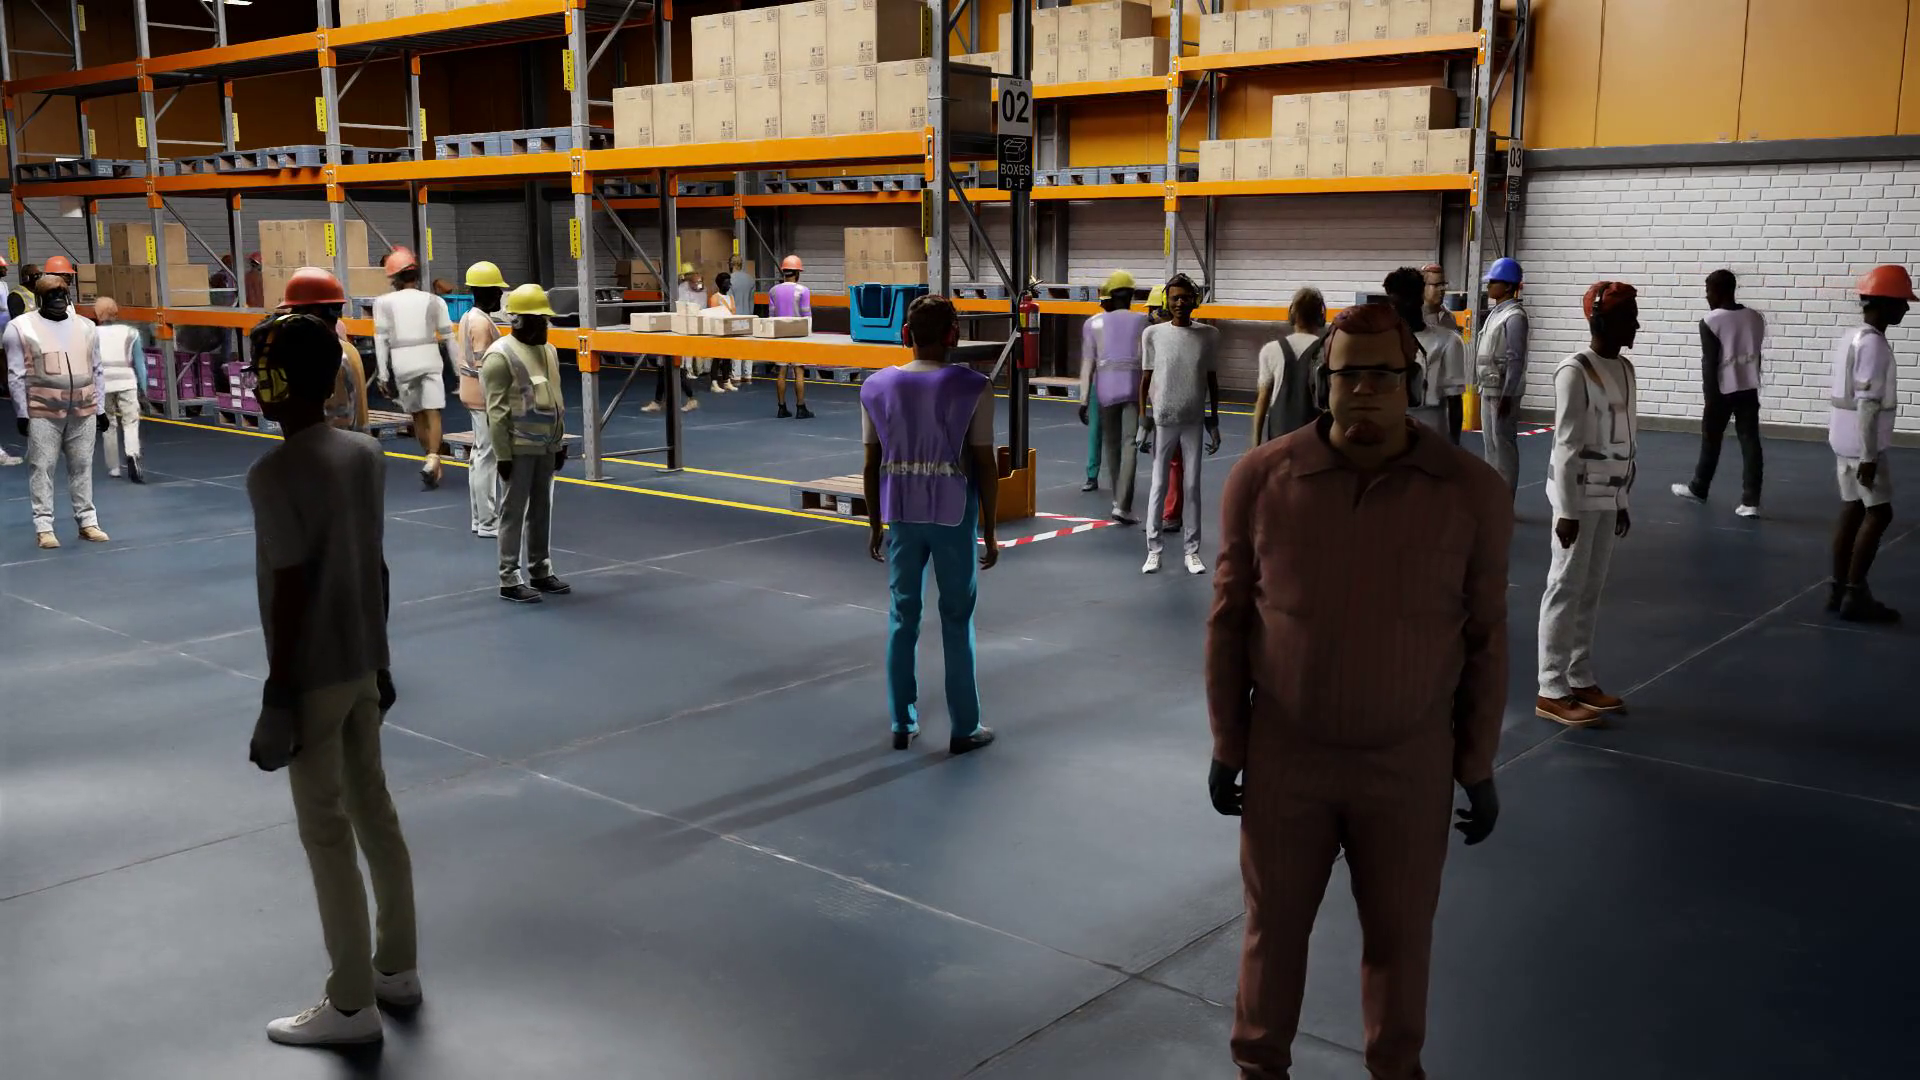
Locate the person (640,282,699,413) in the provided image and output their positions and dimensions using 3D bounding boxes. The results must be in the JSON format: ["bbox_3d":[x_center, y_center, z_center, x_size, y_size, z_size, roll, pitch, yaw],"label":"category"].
[{"bbox_3d":[-3.563,-2.384,20.407,0.713,1.674,0.542,-2,10,-13],"label":"person"}]

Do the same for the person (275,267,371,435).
[{"bbox_3d":[-2.901,-0.277,7.653,0.375,1.935,0.551,-2,10,-11],"label":"person"}]

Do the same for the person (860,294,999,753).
[{"bbox_3d":[-0.120,-0.055,6.658,0.563,1.842,0.390,3,10,16],"label":"person"}]

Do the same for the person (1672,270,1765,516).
[{"bbox_3d":[5.881,-1.132,12.763,0.602,1.846,0.999,-2,10,-9],"label":"person"}]

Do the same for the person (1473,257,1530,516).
[{"bbox_3d":[4.030,-1.121,12.420,0.380,1.951,0.605,0,10,0],"label":"person"}]

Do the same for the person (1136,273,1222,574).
[{"bbox_3d":[1.363,-0.716,10.351,0.531,1.868,0.317,0,10,3],"label":"person"}]

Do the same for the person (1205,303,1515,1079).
[{"bbox_3d":[0.841,0.454,3.576,0.639,1.910,0.407,2,10,12],"label":"person"}]

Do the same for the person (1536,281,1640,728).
[{"bbox_3d":[2.708,-0.157,7.127,0.359,1.882,0.575,9,14,43],"label":"person"}]

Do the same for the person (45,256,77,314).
[{"bbox_3d":[-9.465,-2.023,17.596,0.359,1.938,0.545,-3,10,-16],"label":"person"}]

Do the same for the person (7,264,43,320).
[{"bbox_3d":[-11.073,-2.384,19.950,0.429,1.836,0.620,2,10,9],"label":"person"}]

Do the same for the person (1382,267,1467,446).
[{"bbox_3d":[2.607,-0.591,9.504,0.612,1.929,0.838,7,12,35],"label":"person"}]

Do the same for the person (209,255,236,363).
[{"bbox_3d":[-12.431,-3.907,28.406,0.642,1.909,0.410,-4,11,-19],"label":"person"}]

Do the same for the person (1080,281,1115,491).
[{"bbox_3d":[1.254,-1.269,13.792,0.533,1.767,0.327,2,10,9],"label":"person"}]

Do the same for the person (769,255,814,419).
[{"bbox_3d":[-1.991,-2.407,19.789,0.552,1.932,0.377,4,11,23],"label":"person"}]

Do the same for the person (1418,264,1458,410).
[{"bbox_3d":[3.331,-1.008,11.903,0.642,1.908,0.407,-7,12,-34],"label":"person"}]

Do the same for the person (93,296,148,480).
[{"bbox_3d":[-7.335,-1.312,14.449,0.523,1.606,0.737,-6,11,-29],"label":"person"}]

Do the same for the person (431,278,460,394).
[{"bbox_3d":[-7.027,-2.799,22.939,0.453,1.603,0.555,3,11,18],"label":"person"}]

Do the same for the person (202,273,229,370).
[{"bbox_3d":[-12.396,-3.620,27.645,0.627,1.609,0.511,-1,10,-4],"label":"person"}]

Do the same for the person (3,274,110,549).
[{"bbox_3d":[-6.122,-0.876,11.336,0.430,1.845,0.621,8,13,40],"label":"person"}]

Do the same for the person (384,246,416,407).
[{"bbox_3d":[-7.132,-2.724,21.309,0.400,2.049,0.614,-5,11,-27],"label":"person"}]

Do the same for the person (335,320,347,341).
[{"bbox_3d":[-5.346,-1.277,13.835,0.525,1.769,0.315,-8,12,-37],"label":"person"}]

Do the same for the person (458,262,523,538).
[{"bbox_3d":[-3.312,-0.976,11.661,0.365,1.928,0.585,-4,11,-23],"label":"person"}]

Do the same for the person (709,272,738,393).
[{"bbox_3d":[-3.321,-2.903,23.325,0.322,1.689,0.535,5,11,26],"label":"person"}]

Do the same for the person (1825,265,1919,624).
[{"bbox_3d":[4.962,-0.524,9.069,0.393,1.931,0.561,3,10,18],"label":"person"}]

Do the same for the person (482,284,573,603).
[{"bbox_3d":[-2.473,-0.552,9.559,0.405,1.823,0.589,4,11,21],"label":"person"}]

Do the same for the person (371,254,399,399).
[{"bbox_3d":[-7.665,-2.866,22.394,0.355,1.936,0.633,9,14,43],"label":"person"}]

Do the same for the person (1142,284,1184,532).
[{"bbox_3d":[1.453,-0.934,11.883,0.331,1.768,0.527,3,10,16],"label":"person"}]

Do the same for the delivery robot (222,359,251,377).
[{"bbox_3d":[-9.904,-2.342,23.075,0.707,0.478,0.477,6,12,32],"label":"delivery robot"}]

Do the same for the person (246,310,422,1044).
[{"bbox_3d":[-1.620,0.357,4.237,0.309,1.868,0.535,2,10,12],"label":"person"}]

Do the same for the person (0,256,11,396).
[{"bbox_3d":[-13.216,-2.961,22.923,0.344,1.942,0.549,-1,10,-6],"label":"person"}]

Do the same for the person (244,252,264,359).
[{"bbox_3d":[-11.263,-3.640,26.747,0.619,1.953,0.695,1,10,8],"label":"person"}]

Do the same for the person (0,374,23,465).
[{"bbox_3d":[-9.334,-1.660,15.520,0.942,1.953,0.619,0,10,3],"label":"person"}]

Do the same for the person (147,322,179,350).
[{"bbox_3d":[-11.112,-2.858,23.301,0.726,1.608,0.527,4,11,22],"label":"person"}]

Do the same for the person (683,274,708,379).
[{"bbox_3d":[-4.093,-3.316,25.846,0.282,1.625,0.494,6,12,33],"label":"person"}]

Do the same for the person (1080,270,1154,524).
[{"bbox_3d":[1.210,-1.073,12.431,0.603,1.862,0.995,2,10,9],"label":"person"}]

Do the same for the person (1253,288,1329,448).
[{"bbox_3d":[2.007,-0.566,9.727,0.524,1.782,0.979,5,11,25],"label":"person"}]

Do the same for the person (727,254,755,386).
[{"bbox_3d":[-3.286,-3.244,24.541,0.356,1.938,0.638,7,12,35],"label":"person"}]

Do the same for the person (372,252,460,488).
[{"bbox_3d":[-4.554,-1.428,14.071,0.731,1.989,0.831,-4,11,-22],"label":"person"}]

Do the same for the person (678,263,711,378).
[{"bbox_3d":[-4.237,-3.419,25.996,0.931,1.775,0.630,8,13,40],"label":"person"}]
